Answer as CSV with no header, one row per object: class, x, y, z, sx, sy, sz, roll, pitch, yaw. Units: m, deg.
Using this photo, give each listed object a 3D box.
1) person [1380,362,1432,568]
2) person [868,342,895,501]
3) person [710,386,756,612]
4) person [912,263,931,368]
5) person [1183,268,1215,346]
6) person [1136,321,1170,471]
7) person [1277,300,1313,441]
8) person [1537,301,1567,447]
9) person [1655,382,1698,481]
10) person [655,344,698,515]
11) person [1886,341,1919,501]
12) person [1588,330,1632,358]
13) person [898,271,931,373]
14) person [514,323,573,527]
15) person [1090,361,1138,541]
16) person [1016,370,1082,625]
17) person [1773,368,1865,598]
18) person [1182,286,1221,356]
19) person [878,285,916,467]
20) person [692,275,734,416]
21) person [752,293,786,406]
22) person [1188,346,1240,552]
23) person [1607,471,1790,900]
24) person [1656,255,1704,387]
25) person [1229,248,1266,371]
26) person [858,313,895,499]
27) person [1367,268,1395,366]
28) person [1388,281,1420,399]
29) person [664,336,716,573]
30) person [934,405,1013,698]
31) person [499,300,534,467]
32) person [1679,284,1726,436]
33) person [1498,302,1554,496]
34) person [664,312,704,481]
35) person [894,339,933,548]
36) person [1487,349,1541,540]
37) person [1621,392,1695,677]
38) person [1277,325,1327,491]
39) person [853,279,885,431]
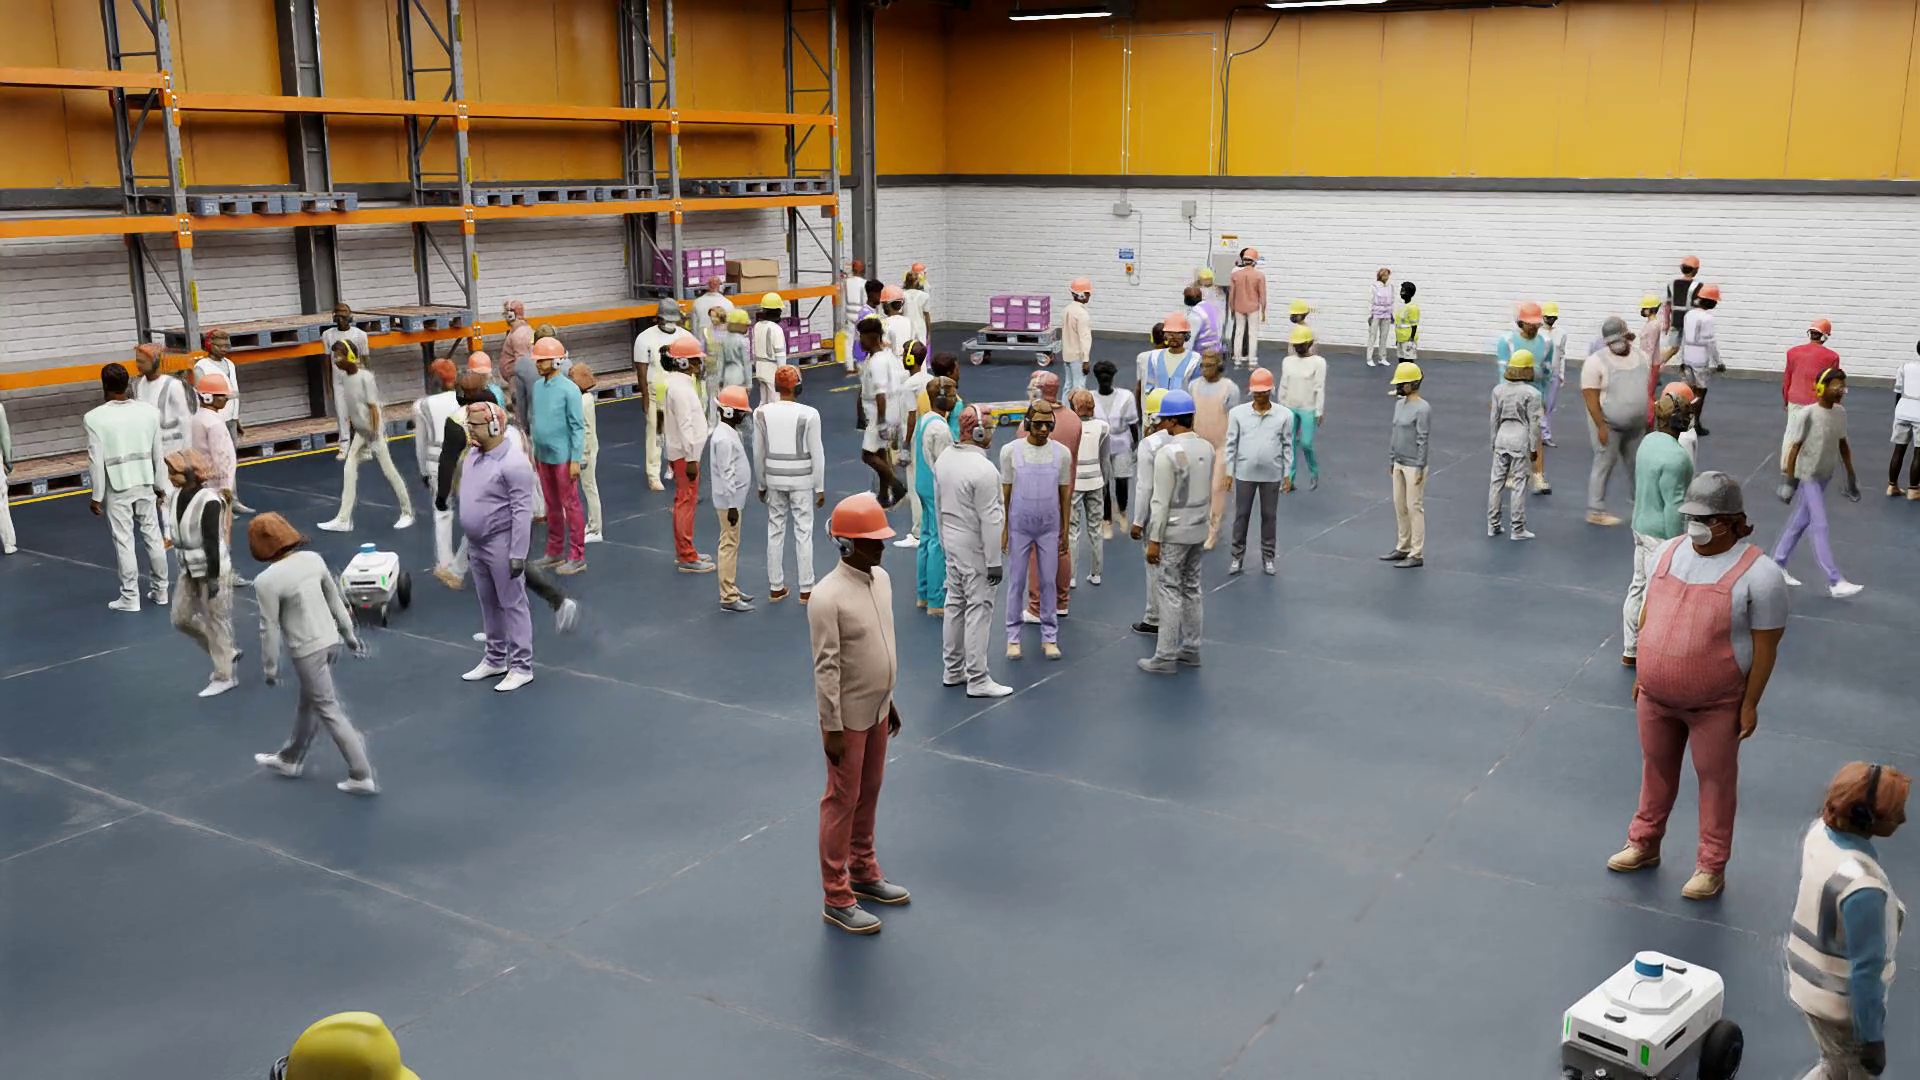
person,3.820,-0.645,14.237,0.336,1.757,0.532,-3,13,-14
person,-0.780,-1.188,16.851,0.271,1.632,0.508,-4,14,-17
person,-1.748,-0.323,12.852,0.337,1.745,0.563,-2,13,-7
person,-0.663,-3.725,27.613,0.338,1.742,0.563,-4,13,-16
person,3.828,-3.538,26.880,0.851,1.700,0.522,-3,13,-15
person,1.977,-1.248,16.634,0.520,1.857,0.341,11,17,40
person,4.139,-2.075,20.426,0.410,1.746,0.559,-4,13,-16
person,7.037,-1.985,20.019,0.533,1.768,0.310,-2,13,-9
person,5.537,-0.360,12.994,0.330,1.750,0.572,3,13,11
person,-2.775,-1.069,16.200,0.392,1.681,0.547,7,15,26
person,9.757,-1.238,16.952,0.319,1.687,0.539,-6,14,-25
person,7.680,-1.846,19.731,0.514,1.625,0.367,1,13,6
person,-0.678,-2.979,24.171,0.507,1.840,0.343,0,13,-1
person,-3.878,-1.080,15.725,0.631,1.936,0.370,4,13,15
person,1.345,-0.806,15.102,0.566,1.666,0.402,2,13,8
person,0.620,-0.319,12.487,0.407,1.908,0.641,11,17,40
person,6.921,-0.461,13.280,0.543,1.820,0.959,-6,14,-26
person,3.184,-2.485,22.156,0.842,1.781,0.636,6,14,25
person,-0.765,-1.856,18.853,0.383,2.041,0.616,10,16,37
person,-3.325,-2.623,22.520,0.663,1.895,0.459,7,15,28
person,-2.173,-1.891,19.255,0.369,1.928,0.585,-10,16,-37
person,2.266,-0.832,14.878,0.519,1.830,0.556,9,16,33
person,3.463,0.677,7.871,0.536,2.000,0.677,-9,16,-34
person,10.854,-3.259,24.980,0.719,2.025,0.632,-7,15,-28
person,4.737,-3.787,27.331,0.622,1.992,0.396,7,15,29
person,-0.841,-1.329,16.830,0.376,1.923,0.585,-4,14,-17
person,7.062,-3.729,27.883,0.525,1.635,0.314,-5,14,-19
person,6.472,-2.904,24.153,0.321,1.697,0.530,-2,13,-9
person,-2.297,-0.725,14.050,0.375,1.995,0.611,-3,13,-13
person,0.100,0.068,10.805,0.407,1.906,0.654,-8,15,-30
person,-4.941,-1.730,18.619,0.408,1.902,0.644,-2,13,-10
person,9.312,-2.246,20.836,0.468,1.914,0.589,-1,13,-3
person,5.857,-1.449,17.186,0.607,1.988,1.033,0,13,0
person,-3.017,-1.530,17.856,0.520,1.859,0.395,-4,14,-18
person,-0.406,-0.862,14.919,0.322,1.871,0.531,5,14,21
person,5.094,-0.876,15.261,0.295,1.744,0.487,-11,17,-39
person,4.695,-0.024,11.136,0.372,1.940,0.630,0,13,2
person,3.559,-1.367,17.355,0.556,1.760,0.357,12,17,41
person,-1.147,-2.353,21.246,0.424,1.952,0.606,0,13,1
